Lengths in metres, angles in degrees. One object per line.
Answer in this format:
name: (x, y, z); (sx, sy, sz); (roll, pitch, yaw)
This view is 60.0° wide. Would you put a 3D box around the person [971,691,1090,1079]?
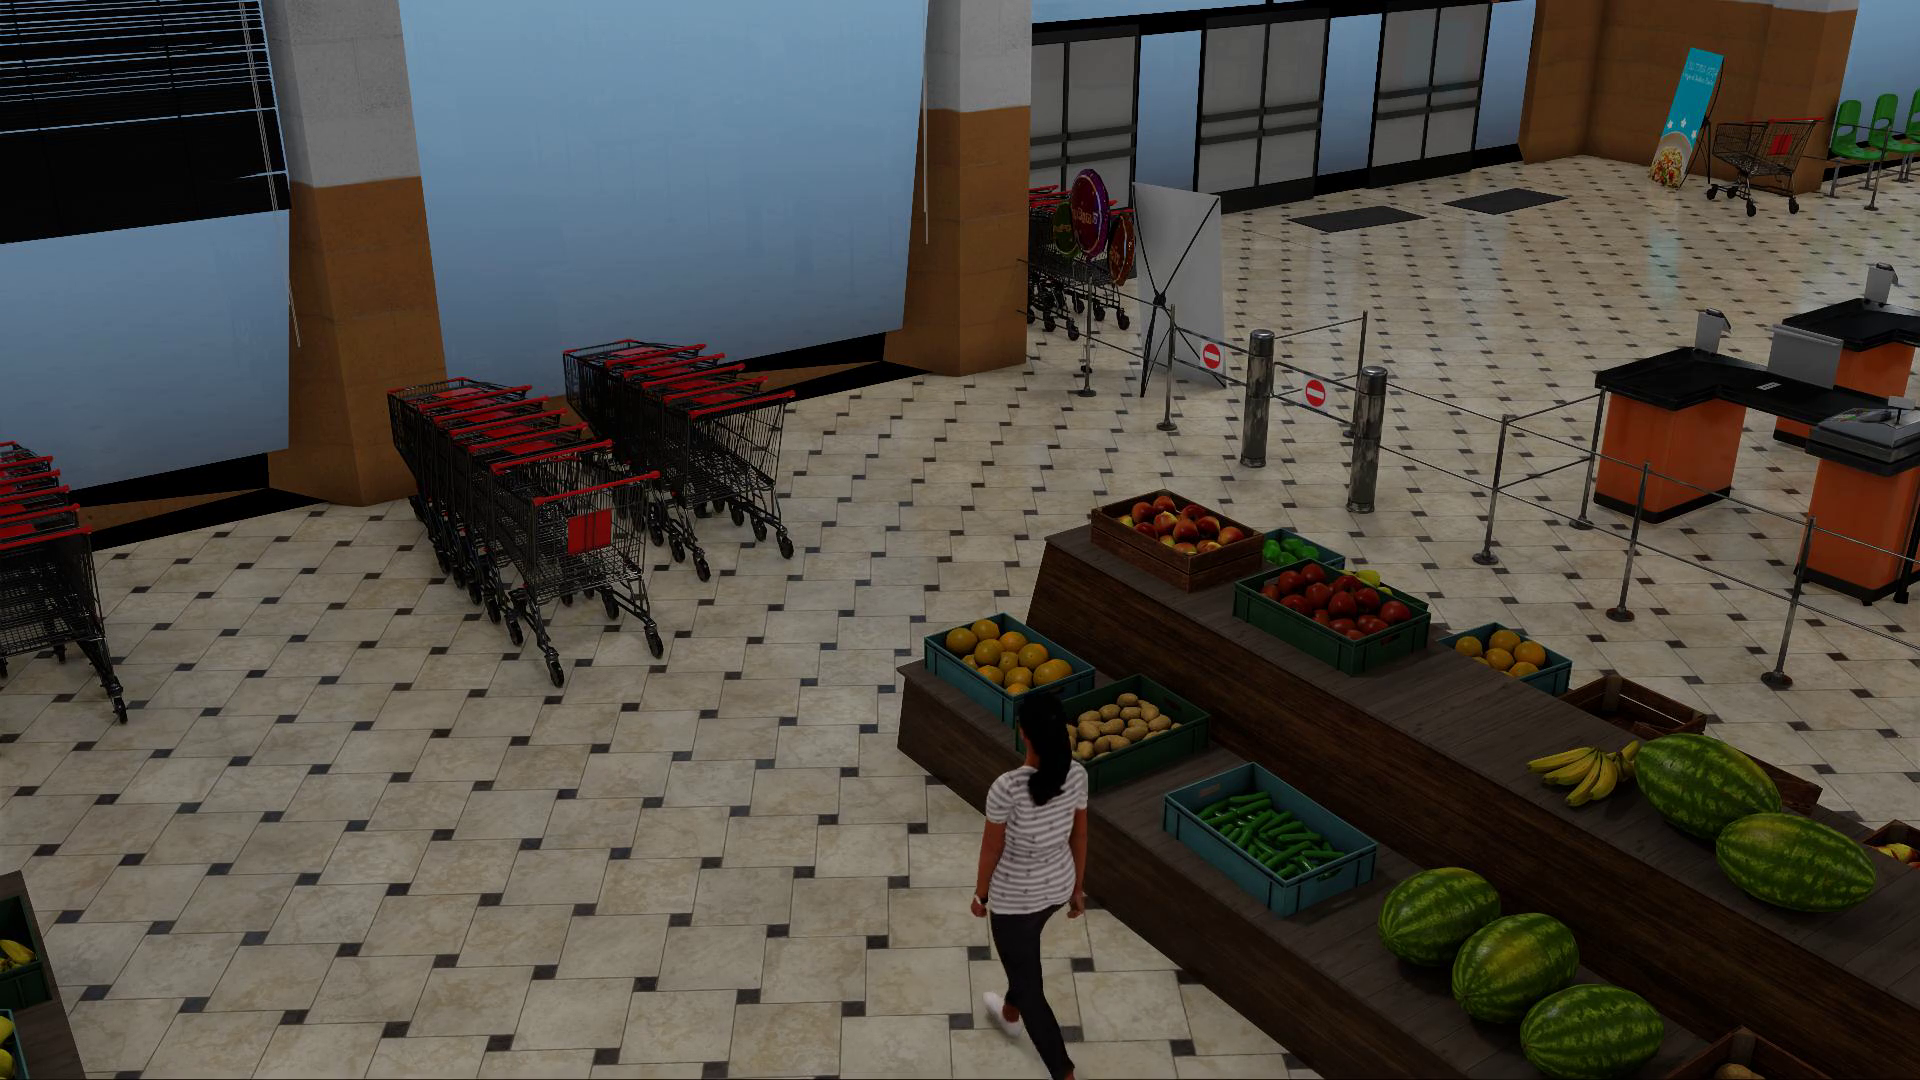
person: (0.301, 1.336, 6.022); (0.573, 1.617, 1.067); (-15, 28, -31)
